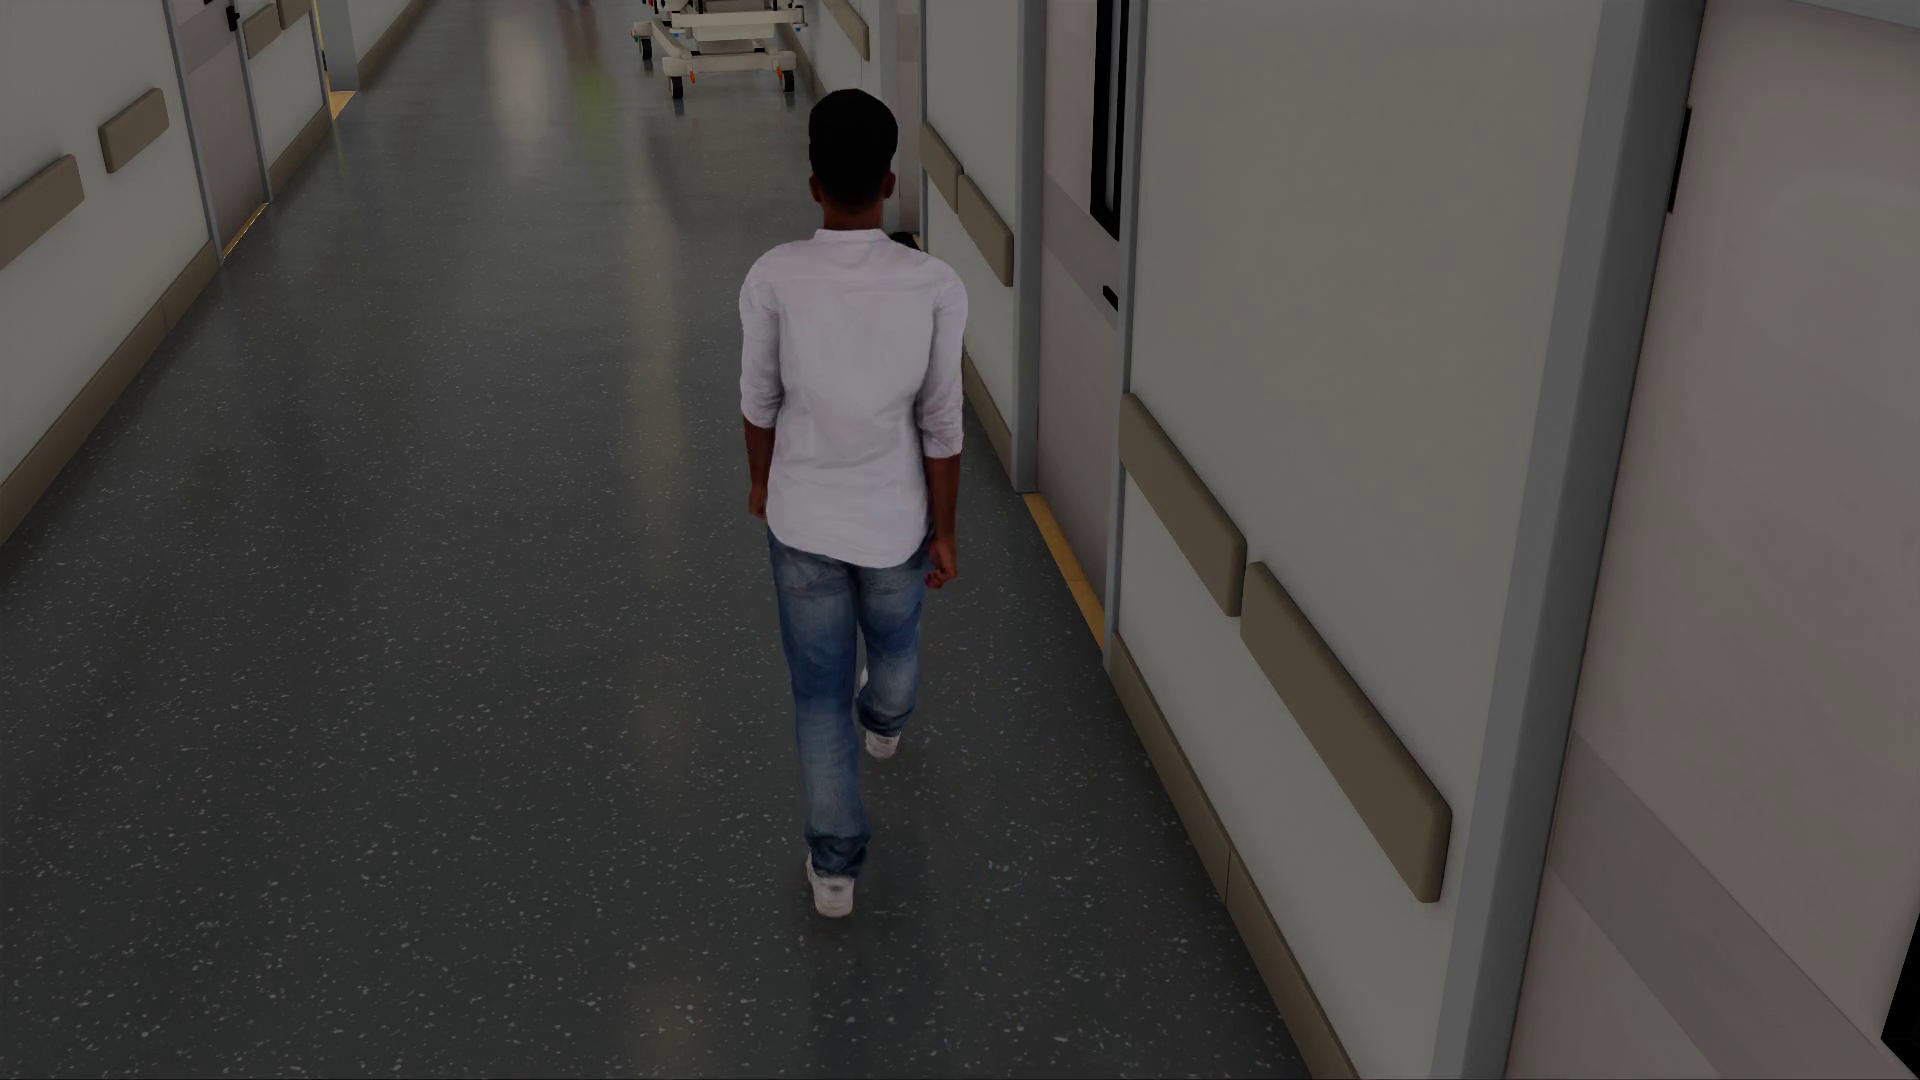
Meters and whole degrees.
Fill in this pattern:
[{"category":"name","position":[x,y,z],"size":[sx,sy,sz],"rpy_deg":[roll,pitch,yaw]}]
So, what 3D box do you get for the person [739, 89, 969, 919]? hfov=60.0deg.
[{"category":"person","position":[-0.248,-0.016,3.655],"size":[1.124,1.765,0.781],"rpy_deg":[-2,26,-5]}]
